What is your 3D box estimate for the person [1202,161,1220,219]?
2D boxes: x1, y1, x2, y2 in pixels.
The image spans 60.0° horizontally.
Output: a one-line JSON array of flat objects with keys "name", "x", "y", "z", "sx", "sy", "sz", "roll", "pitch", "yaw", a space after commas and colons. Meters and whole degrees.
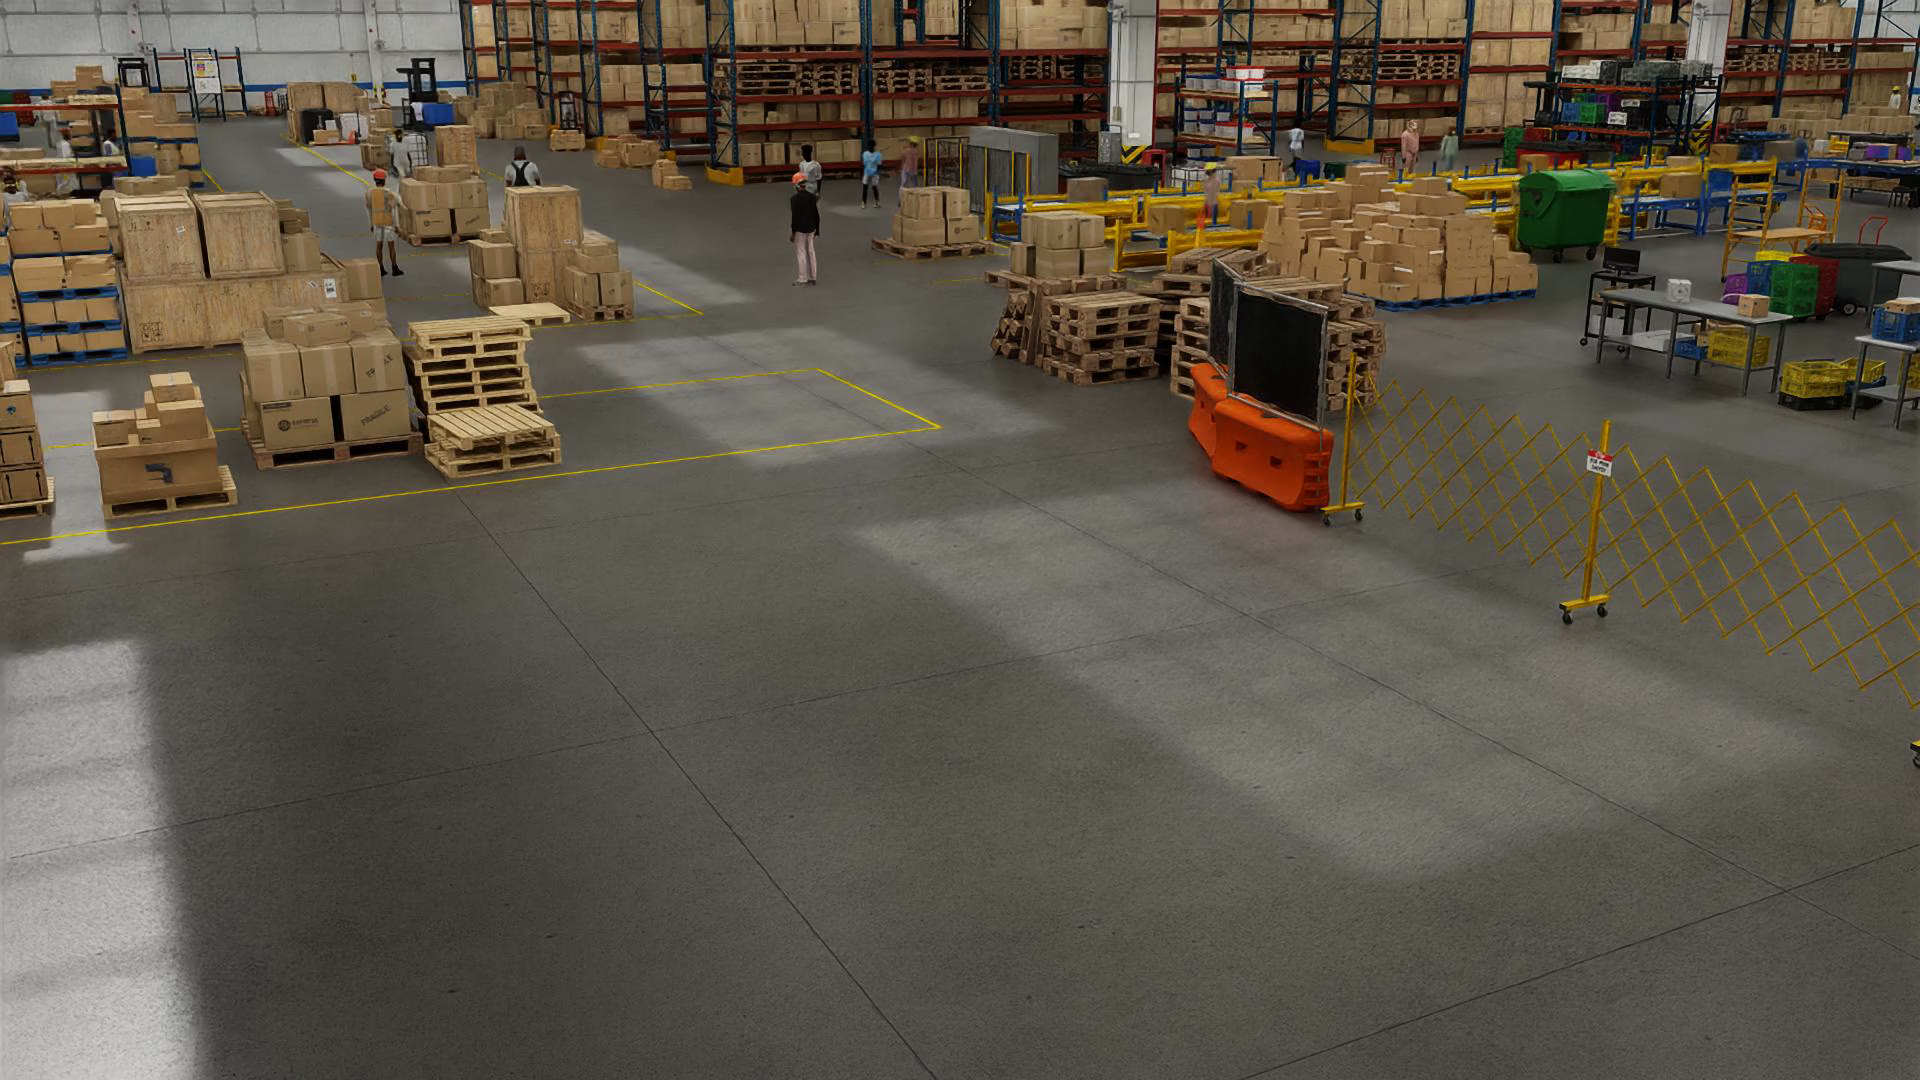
[{"name": "person", "x": 5.193, "y": -6.893, "z": 34.143, "sx": 0.583, "sy": 1.745, "sz": 0.534, "roll": -7, "pitch": 19, "yaw": -21}]

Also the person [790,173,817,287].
[{"name": "person", "x": -2.775, "y": -5.455, "z": 29.285, "sx": 0.405, "sy": 1.982, "sz": 0.622, "roll": 13, "pitch": 22, "yaw": 35}]

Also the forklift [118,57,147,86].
[{"name": "forklift", "x": -32.900, "y": -17.826, "z": 66.408, "sx": 1.129, "sy": 2.768, "sz": 1.873, "roll": -9, "pitch": 20, "yaw": -26}]

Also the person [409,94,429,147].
[{"name": "person", "x": -19.053, "y": -14.706, "z": 58.343, "sx": 0.977, "sy": 1.862, "sz": 0.606, "roll": 6, "pitch": 19, "yaw": 19}]

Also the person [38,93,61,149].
[{"name": "person", "x": -31.679, "y": -14.585, "z": 57.900, "sx": 0.656, "sy": 1.894, "sz": 0.982, "roll": -6, "pitch": 19, "yaw": -19}]

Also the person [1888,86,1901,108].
[{"name": "person", "x": 36.979, "y": -17.085, "z": 65.895, "sx": 0.309, "sy": 1.769, "sz": 0.523, "roll": -4, "pitch": 18, "yaw": -12}]

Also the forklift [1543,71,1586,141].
[{"name": "forklift", "x": 18.685, "y": -13.231, "z": 52.085, "sx": 1.873, "sy": 2.768, "sz": 1.129, "roll": -9, "pitch": 20, "yaw": -26}]

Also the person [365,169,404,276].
[{"name": "person", "x": -10.560, "y": -5.811, "z": 30.470, "sx": 0.547, "sy": 1.938, "sz": 0.379, "roll": 1, "pitch": 18, "yaw": 4}]

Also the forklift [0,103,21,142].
[{"name": "forklift", "x": -35.172, "y": -15.788, "z": 60.054, "sx": 1.873, "sy": 2.768, "sz": 1.129, "roll": 10, "pitch": 20, "yaw": 29}]

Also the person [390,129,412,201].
[{"name": "person", "x": -14.113, "y": -9.459, "z": 42.016, "sx": 0.926, "sy": 1.833, "sz": 0.529, "roll": 16, "pitch": 24, "yaw": 40}]

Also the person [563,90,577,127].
[{"name": "person", "x": -14.399, "y": -15.684, "z": 61.411, "sx": 0.428, "sy": 1.843, "sz": 0.629, "roll": 9, "pitch": 20, "yaw": 25}]

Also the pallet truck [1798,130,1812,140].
[{"name": "pallet truck", "x": 25.526, "y": -11.556, "z": 49.408, "sx": 1.630, "sy": 1.274, "sz": 0.653, "roll": -9, "pitch": 20, "yaw": -26}]

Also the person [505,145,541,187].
[{"name": "person", "x": -9.162, "y": -7.309, "z": 34.974, "sx": 0.681, "sy": 2.000, "sz": 1.017, "roll": -1, "pitch": 18, "yaw": -2}]

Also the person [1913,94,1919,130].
[{"name": "person", "x": 38.715, "y": -17.440, "z": 66.813, "sx": 1.005, "sy": 1.883, "sz": 0.564, "roll": -10, "pitch": 20, "yaw": -28}]

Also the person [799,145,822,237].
[{"name": "person", "x": -3.219, "y": -7.479, "z": 35.624, "sx": 0.609, "sy": 1.964, "sz": 0.367, "roll": 15, "pitch": 23, "yaw": 39}]

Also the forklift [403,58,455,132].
[{"name": "forklift", "x": -21.159, "y": -17.686, "z": 65.970, "sx": 1.873, "sy": 2.768, "sz": 1.129, "roll": 11, "pitch": 21, "yaw": 31}]

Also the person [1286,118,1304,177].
[{"name": "person", "x": 9.705, "y": -11.375, "z": 48.214, "sx": 0.585, "sy": 1.681, "sz": 0.542, "roll": -11, "pitch": 21, "yaw": -30}]

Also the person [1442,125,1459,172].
[{"name": "person", "x": 13.605, "y": -10.726, "z": 46.307, "sx": 0.513, "sy": 1.620, "sz": 0.595, "roll": -6, "pitch": 19, "yaw": -18}]

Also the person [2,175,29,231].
[{"name": "person", "x": -17.008, "y": -5.640, "z": 30.053, "sx": 0.553, "sy": 1.869, "sz": 0.335, "roll": -11, "pitch": 21, "yaw": -32}]

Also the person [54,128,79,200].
[{"name": "person", "x": -22.453, "y": -9.369, "z": 41.694, "sx": 0.698, "sy": 1.867, "sz": 0.587, "roll": -10, "pitch": 20, "yaw": -27}]

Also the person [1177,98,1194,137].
[{"name": "person", "x": 8.356, "y": -15.733, "z": 61.264, "sx": 0.617, "sy": 2.027, "sz": 0.736, "roll": -16, "pitch": 24, "yaw": -41}]

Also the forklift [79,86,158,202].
[{"name": "forklift", "x": -21.513, "y": -10.055, "z": 42.183, "sx": 1.873, "sy": 2.768, "sz": 1.129, "roll": -9, "pitch": 20, "yaw": -26}]

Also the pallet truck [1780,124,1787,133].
[{"name": "pallet truck", "x": 25.206, "y": -12.542, "z": 52.601, "sx": 1.601, "sy": 1.201, "sz": 0.680, "roll": 0, "pitch": 18, "yaw": -2}]

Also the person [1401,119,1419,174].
[{"name": "person", "x": 11.974, "y": -10.202, "z": 44.216, "sx": 0.642, "sy": 1.906, "sz": 0.410, "roll": -15, "pitch": 23, "yaw": -40}]

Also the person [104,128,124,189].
[{"name": "person", "x": -20.983, "y": -9.259, "z": 41.298, "sx": 0.448, "sy": 1.890, "sz": 0.608, "roll": -3, "pitch": 18, "yaw": -10}]

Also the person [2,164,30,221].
[{"name": "person", "x": -18.390, "y": -6.398, "z": 32.455, "sx": 0.512, "sy": 1.845, "sz": 0.354, "roll": 2, "pitch": 18, "yaw": 6}]

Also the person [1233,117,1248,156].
[{"name": "person", "x": 7.981, "y": -11.008, "z": 46.894, "sx": 0.893, "sy": 1.786, "sz": 0.605, "roll": -11, "pitch": 21, "yaw": -32}]

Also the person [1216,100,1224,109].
[{"name": "person", "x": 9.327, "y": -15.257, "z": 60.348, "sx": 0.801, "sy": 1.666, "sz": 0.571, "roll": 16, "pitch": 24, "yaw": 41}]

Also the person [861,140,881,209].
[{"name": "person", "x": -2.148, "y": -8.939, "z": 40.640, "sx": 0.550, "sy": 1.675, "sz": 0.563, "roll": 7, "pitch": 19, "yaw": 22}]

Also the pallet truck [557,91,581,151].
[{"name": "pallet truck", "x": -13.495, "y": -14.412, "z": 57.188, "sx": 0.823, "sy": 1.965, "sz": 1.885, "roll": -3, "pitch": 18, "yaw": -9}]

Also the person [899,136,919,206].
[{"name": "person", "x": -1.221, "y": -9.141, "z": 41.203, "sx": 0.635, "sy": 1.702, "sz": 0.905, "roll": 16, "pitch": 24, "yaw": 40}]
